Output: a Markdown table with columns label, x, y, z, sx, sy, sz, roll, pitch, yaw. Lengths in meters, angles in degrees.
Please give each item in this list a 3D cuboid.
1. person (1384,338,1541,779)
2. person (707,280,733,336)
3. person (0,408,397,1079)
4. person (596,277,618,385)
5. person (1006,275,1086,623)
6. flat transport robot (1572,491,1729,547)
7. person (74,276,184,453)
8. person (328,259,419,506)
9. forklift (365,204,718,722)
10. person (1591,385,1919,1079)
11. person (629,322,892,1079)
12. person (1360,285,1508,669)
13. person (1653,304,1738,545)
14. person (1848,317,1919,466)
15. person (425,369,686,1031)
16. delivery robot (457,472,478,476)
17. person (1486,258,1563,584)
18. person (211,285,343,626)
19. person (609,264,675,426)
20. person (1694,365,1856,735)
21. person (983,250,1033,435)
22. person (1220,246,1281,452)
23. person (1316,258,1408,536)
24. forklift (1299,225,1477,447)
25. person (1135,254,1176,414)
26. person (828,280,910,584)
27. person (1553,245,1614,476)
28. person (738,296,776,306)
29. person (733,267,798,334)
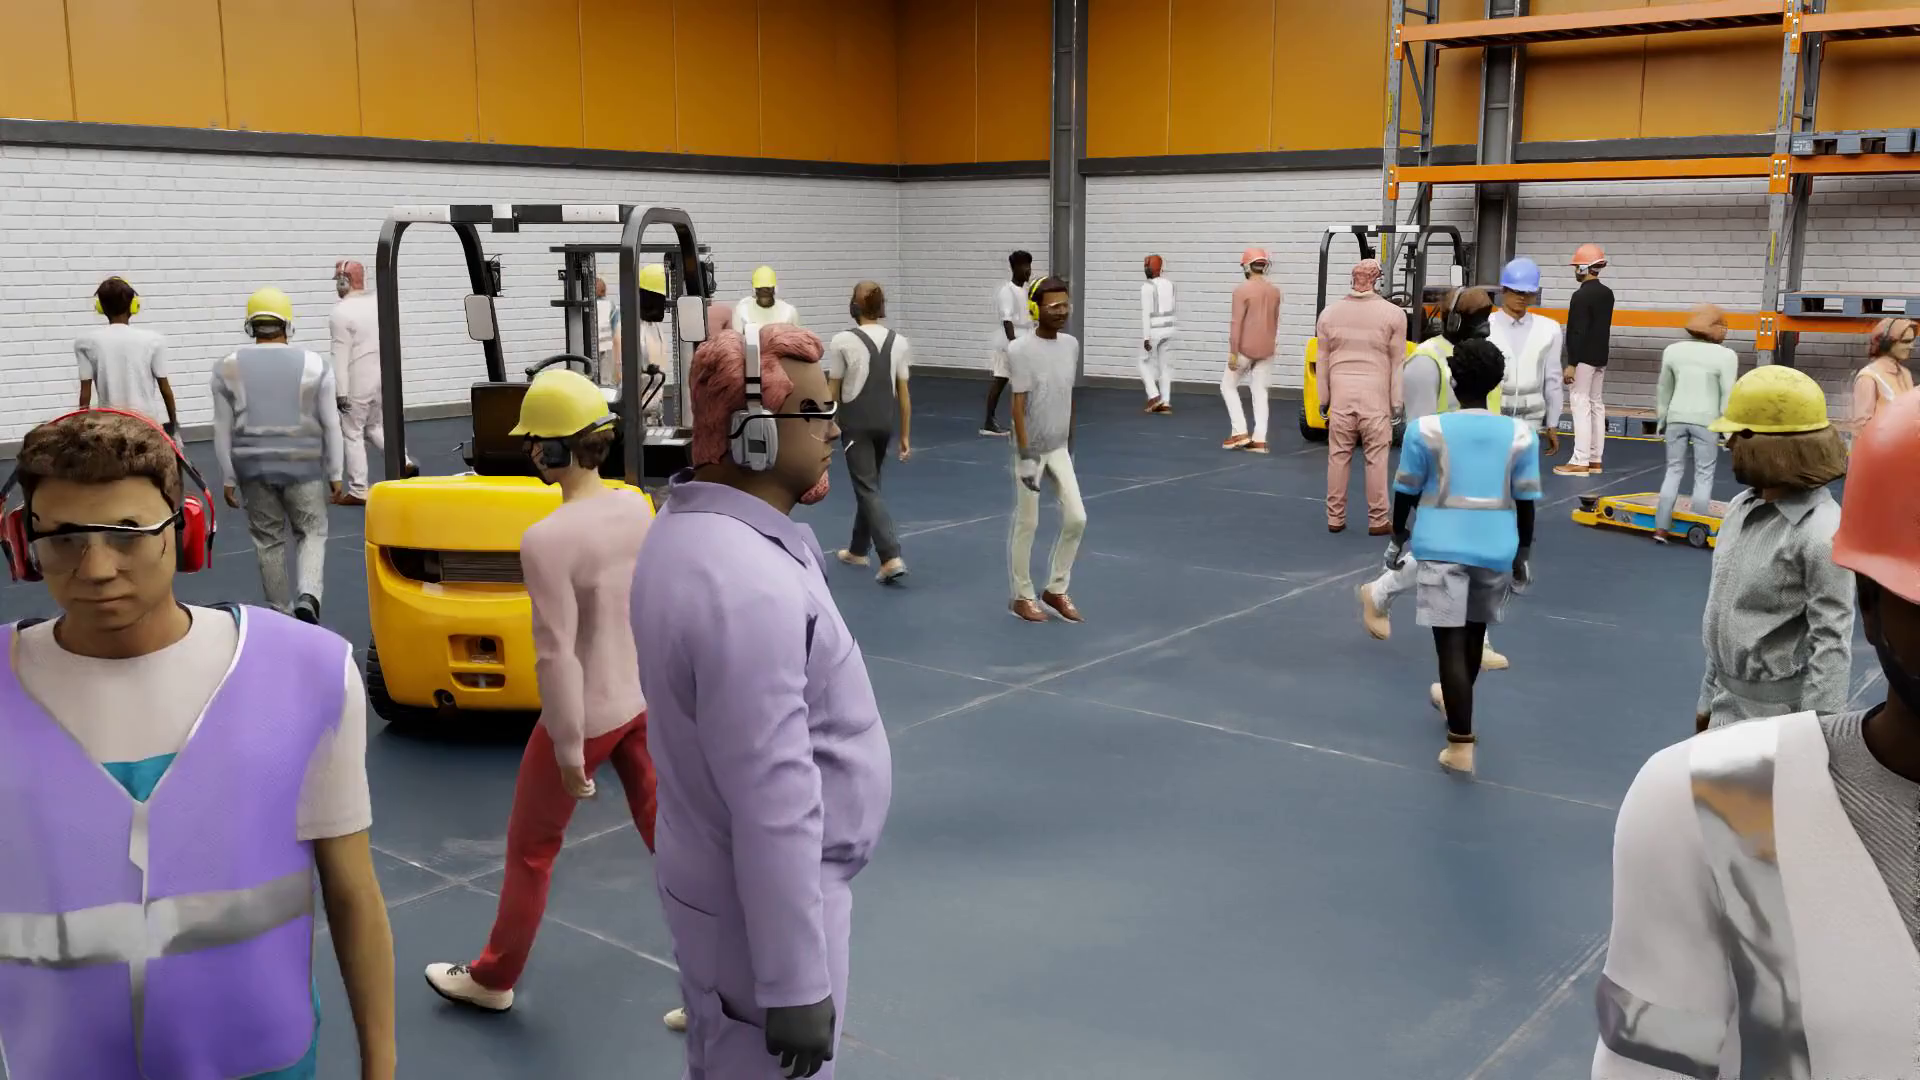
| label | x | y | z | sx | sy | sz | roll | pitch | yaw |
| --- | --- | --- | --- | --- | --- | --- | --- | --- | --- |
| person | 1.944 | 0.037 | 6.551 | 0.546 | 1.653 | 0.871 | -1 | 10 | -4 |
| person | -2.373 | -1.650 | 15.628 | 0.523 | 1.760 | 0.325 | -8 | 13 | -39 |
| person | -1.043 | 0.739 | 2.207 | 0.570 | 1.830 | 0.482 | -5 | 11 | -27 |
| person | -4.039 | -2.130 | 18.647 | 0.533 | 1.623 | 0.448 | -8 | 13 | -37 |
| person | 0.460 | -0.455 | 8.772 | 0.505 | 1.848 | 0.573 | -7 | 12 | -33 |
| flat transport robot | 5.006 | -0.149 | 11.427 | 0.652 | 0.197 | 1.431 | -6 | 12 | -28 |
| person | -4.948 | -0.653 | 9.919 | 0.527 | 1.834 | 0.967 | -3 | 11 | -14 |
| person | -4.528 | -1.192 | 12.715 | 0.550 | 1.888 | 0.657 | 4 | 11 | 22 |
| forklift | -1.766 | -0.406 | 7.525 | 1.214 | 2.155 | 2.313 | 1 | 10 | 7 |
| person | 0.865 | 0.800 | 1.550 | 0.549 | 1.936 | 0.377 | 2 | 10 | 13 |
| person | -0.311 | 0.600 | 2.745 | 0.409 | 1.906 | 0.652 | -3 | 11 | -18 |
| person | 2.335 | -0.311 | 8.019 | 0.637 | 1.826 | 0.698 | -7 | 13 | -35 |
| person | 4.910 | -0.755 | 11.079 | 0.351 | 1.617 | 0.530 | -10 | 14 | -43 |
| person | 5.011 | -0.418 | 9.172 | 0.517 | 1.621 | 0.536 | -8 | 13 | -38 |
| person | -0.943 | 0.428 | 4.236 | 0.923 | 1.718 | 0.527 | 5 | 11 | 26 |
| delivery robot | -3.130 | -0.356 | 11.528 | 0.707 | 0.478 | 0.477 | -1 | 10 | -7 |
| person | 3.243 | -0.693 | 9.846 | 0.605 | 1.929 | 0.432 | 0 | 10 | 2 |
| person | -3.387 | -0.352 | 8.289 | 0.595 | 1.815 | 0.546 | -3 | 11 | -19 |
| person | -1.950 | -0.767 | 10.364 | 0.718 | 1.883 | 0.666 | 2 | 10 | 11 |
| person | 1.950 | 0.445 | 4.070 | 0.314 | 1.740 | 0.486 | -1 | 10 | -3 |
| person | 0.649 | -2.015 | 17.186 | 0.971 | 1.917 | 0.625 | 6 | 12 | 28 |
| person | 2.783 | -1.829 | 16.024 | 0.632 | 1.968 | 0.558 | -7 | 12 | -34 |
| person | 2.790 | -0.984 | 11.525 | 0.643 | 1.908 | 0.399 | 6 | 12 | 32 |
| forklift | 4.449 | -2.115 | 16.993 | 1.214 | 2.155 | 2.313 | 8 | 13 | 38 |
| person | 2.290 | -2.404 | 19.492 | 0.596 | 1.867 | 0.451 | -8 | 13 | -39 |
| person | -0.534 | -0.659 | 10.026 | 0.508 | 1.808 | 0.930 | -7 | 12 | -34 |
| person | 5.414 | -1.552 | 14.425 | 0.623 | 1.992 | 0.396 | -10 | 14 | -43 |
| person | -2.173 | -2.054 | 17.894 | 0.539 | 1.742 | 0.647 | -5 | 11 | -25 |
| person | -1.708 | -1.493 | 14.663 | 0.585 | 1.789 | 0.889 | 0 | 10 | -1 |
